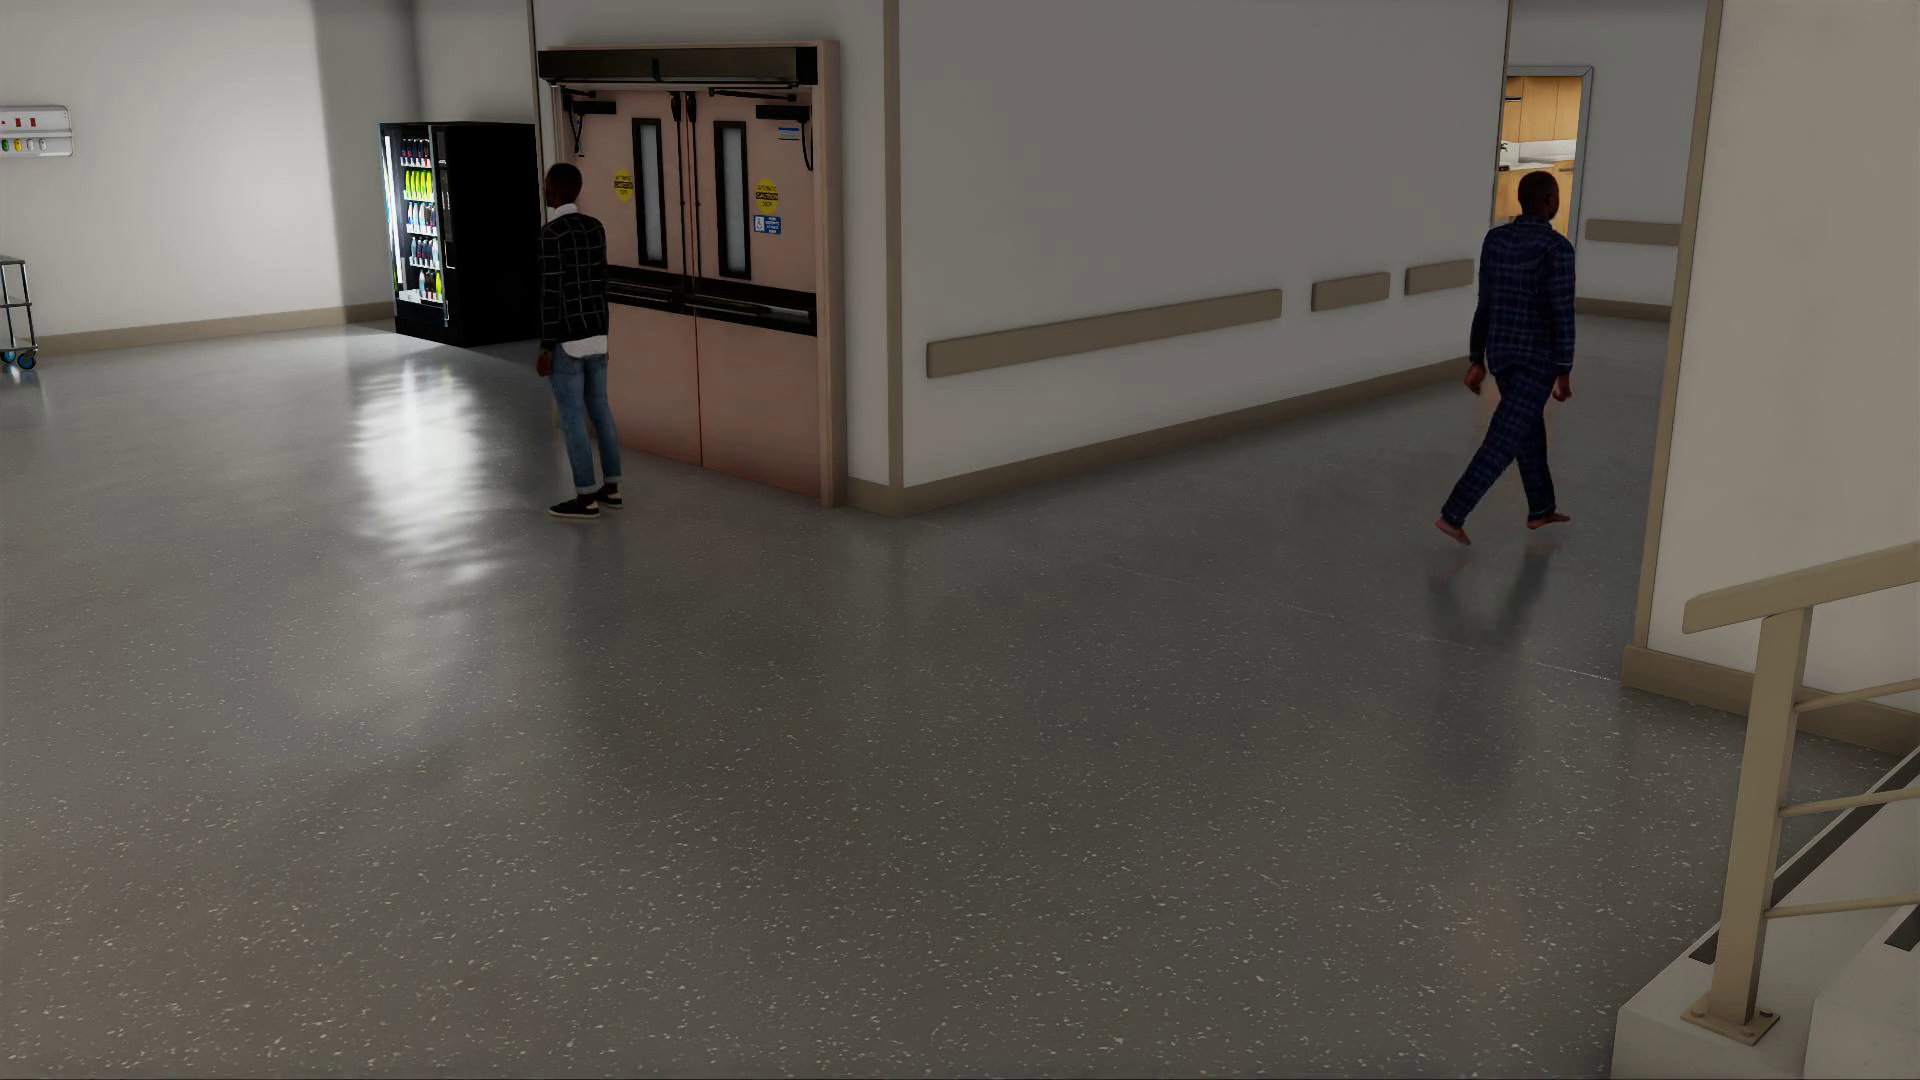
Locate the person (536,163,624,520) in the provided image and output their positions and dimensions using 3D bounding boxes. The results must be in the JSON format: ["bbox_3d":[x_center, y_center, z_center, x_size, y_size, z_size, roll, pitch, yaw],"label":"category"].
[{"bbox_3d":[-1.985,-1.032,8.641,0.656,1.819,0.732,8,18,26],"label":"person"}]

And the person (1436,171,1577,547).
[{"bbox_3d":[2.633,-0.820,7.973,0.957,1.774,1.199,-9,18,-29],"label":"person"}]
